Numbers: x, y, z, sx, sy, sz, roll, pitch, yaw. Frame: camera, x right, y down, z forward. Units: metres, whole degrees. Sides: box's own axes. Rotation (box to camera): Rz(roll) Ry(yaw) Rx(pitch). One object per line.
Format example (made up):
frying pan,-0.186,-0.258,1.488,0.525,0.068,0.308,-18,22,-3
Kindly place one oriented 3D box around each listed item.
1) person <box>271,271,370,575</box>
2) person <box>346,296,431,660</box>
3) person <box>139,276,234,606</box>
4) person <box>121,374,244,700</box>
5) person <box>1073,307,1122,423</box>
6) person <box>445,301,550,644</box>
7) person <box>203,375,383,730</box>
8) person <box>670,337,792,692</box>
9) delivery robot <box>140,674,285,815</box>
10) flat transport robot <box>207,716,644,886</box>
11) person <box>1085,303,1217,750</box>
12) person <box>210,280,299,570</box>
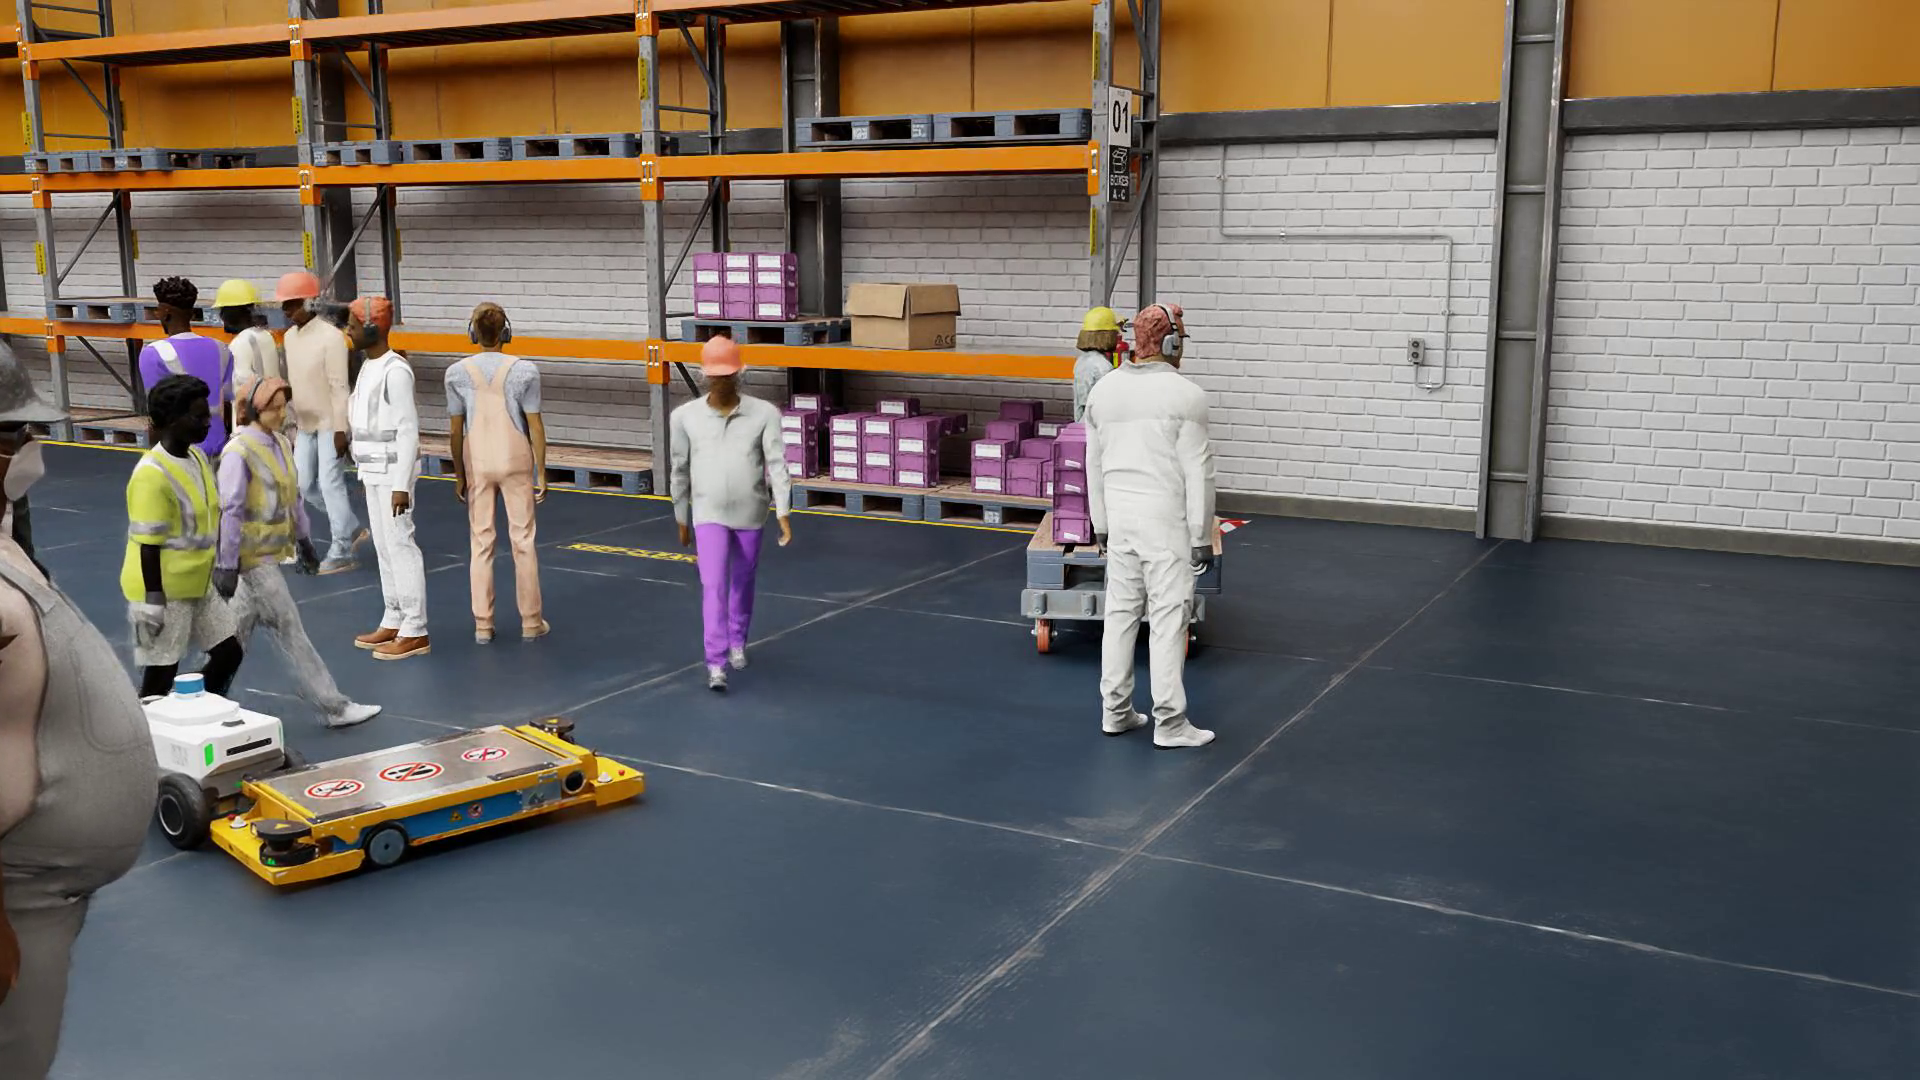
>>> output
person,-4.156,-0.759,10.815,0.661,1.970,0.530,7,12,34
person,-2.991,-0.322,8.670,0.340,1.881,0.586,-7,13,-35
person,-4.409,-0.518,9.515,0.361,1.964,0.614,4,11,22
person,-3.048,0.190,6.450,0.402,1.668,0.542,-1,10,-3
person,0.887,-0.619,10.681,0.292,1.745,0.487,-4,11,-21
person,-2.479,-0.354,8.954,0.508,1.846,0.345,-1,10,-7
person,-3.034,0.072,7.307,0.872,1.586,0.530,0,10,-2
person,-1.120,-0.140,8.151,0.576,1.701,0.889,-2,11,-11
delivery robot,-2.865,0.743,6.216,0.707,0.478,0.477,7,12,33
flat transport robot,-1.968,0.935,6.199,1.431,0.197,0.652,-9,14,-42
person,0.845,-0.058,7.156,0.409,1.906,0.652,-10,14,-43
person,-4.784,-0.746,10.952,0.762,1.902,0.602,0,10,-1
